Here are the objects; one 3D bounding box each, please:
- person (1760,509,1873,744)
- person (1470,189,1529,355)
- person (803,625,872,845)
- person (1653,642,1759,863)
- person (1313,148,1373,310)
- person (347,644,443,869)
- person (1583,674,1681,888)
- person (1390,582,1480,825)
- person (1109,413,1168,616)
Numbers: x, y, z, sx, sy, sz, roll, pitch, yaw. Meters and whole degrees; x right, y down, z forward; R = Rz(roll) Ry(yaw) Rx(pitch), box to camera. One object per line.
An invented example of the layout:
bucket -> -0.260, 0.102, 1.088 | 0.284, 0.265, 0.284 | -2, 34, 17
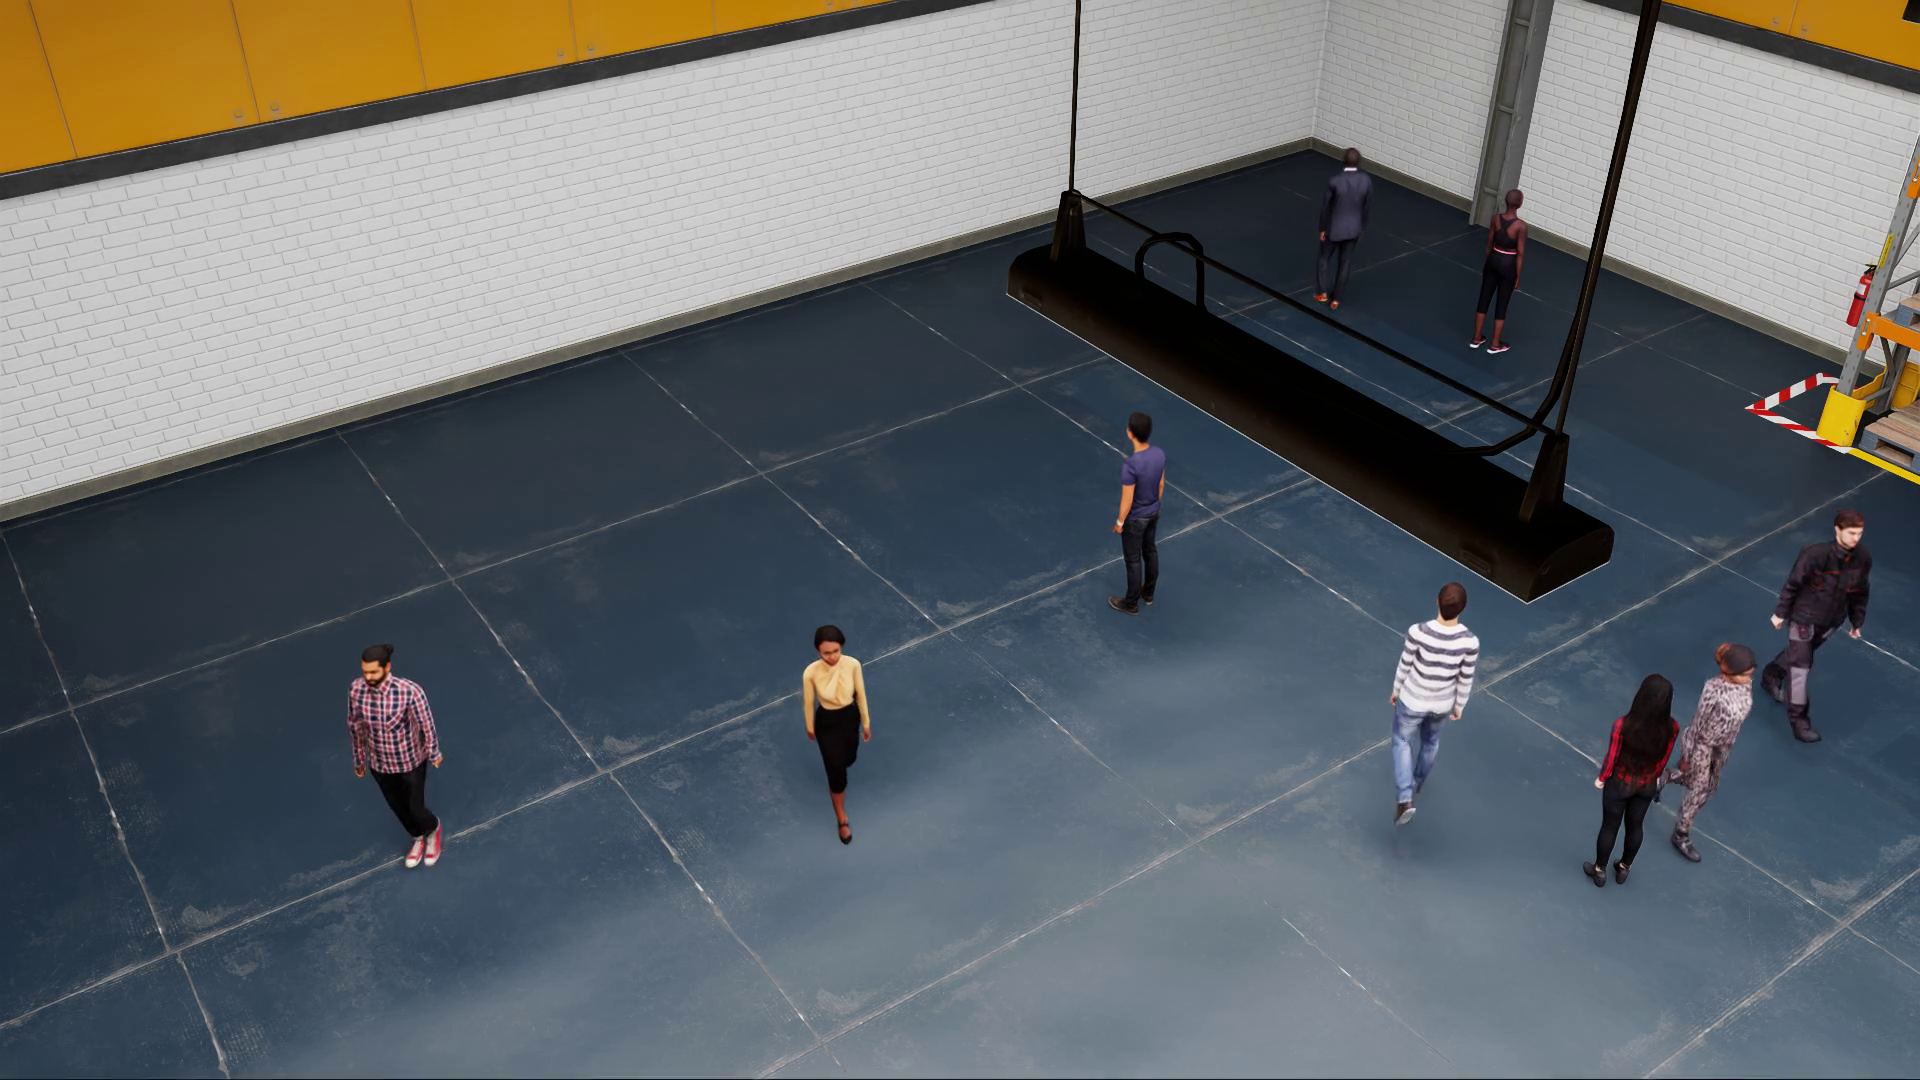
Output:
person -> 6.217, 0.521, 12.189 | 1.060, 1.793, 1.252 | -5, 34, -7
person -> 5.588, -2.793, 17.207 | 0.659, 1.757, 0.509 | -27, 42, -34
person -> -0.839, 1.231, 11.279 | 0.732, 1.618, 1.073 | -12, 36, -18
person -> 4.909, 1.329, 11.057 | 0.728, 1.700, 0.955 | -12, 35, -17
person -> 4.146, -3.315, 17.944 | 0.803, 1.812, 0.833 | 1, 34, 1
person -> -3.668, 1.379, 10.936 | 0.793, 1.751, 0.857 | 6, 34, 9
person -> 4.344, 1.566, 10.741 | 0.665, 1.656, 0.674 | -3, 34, -4
person -> 3.158, 1.129, 11.240 | 1.040, 1.832, 1.114 | 5, 34, 8
person -> 1.447, -0.207, 13.293 | 0.676, 1.784, 0.566 | -27, 42, -34
